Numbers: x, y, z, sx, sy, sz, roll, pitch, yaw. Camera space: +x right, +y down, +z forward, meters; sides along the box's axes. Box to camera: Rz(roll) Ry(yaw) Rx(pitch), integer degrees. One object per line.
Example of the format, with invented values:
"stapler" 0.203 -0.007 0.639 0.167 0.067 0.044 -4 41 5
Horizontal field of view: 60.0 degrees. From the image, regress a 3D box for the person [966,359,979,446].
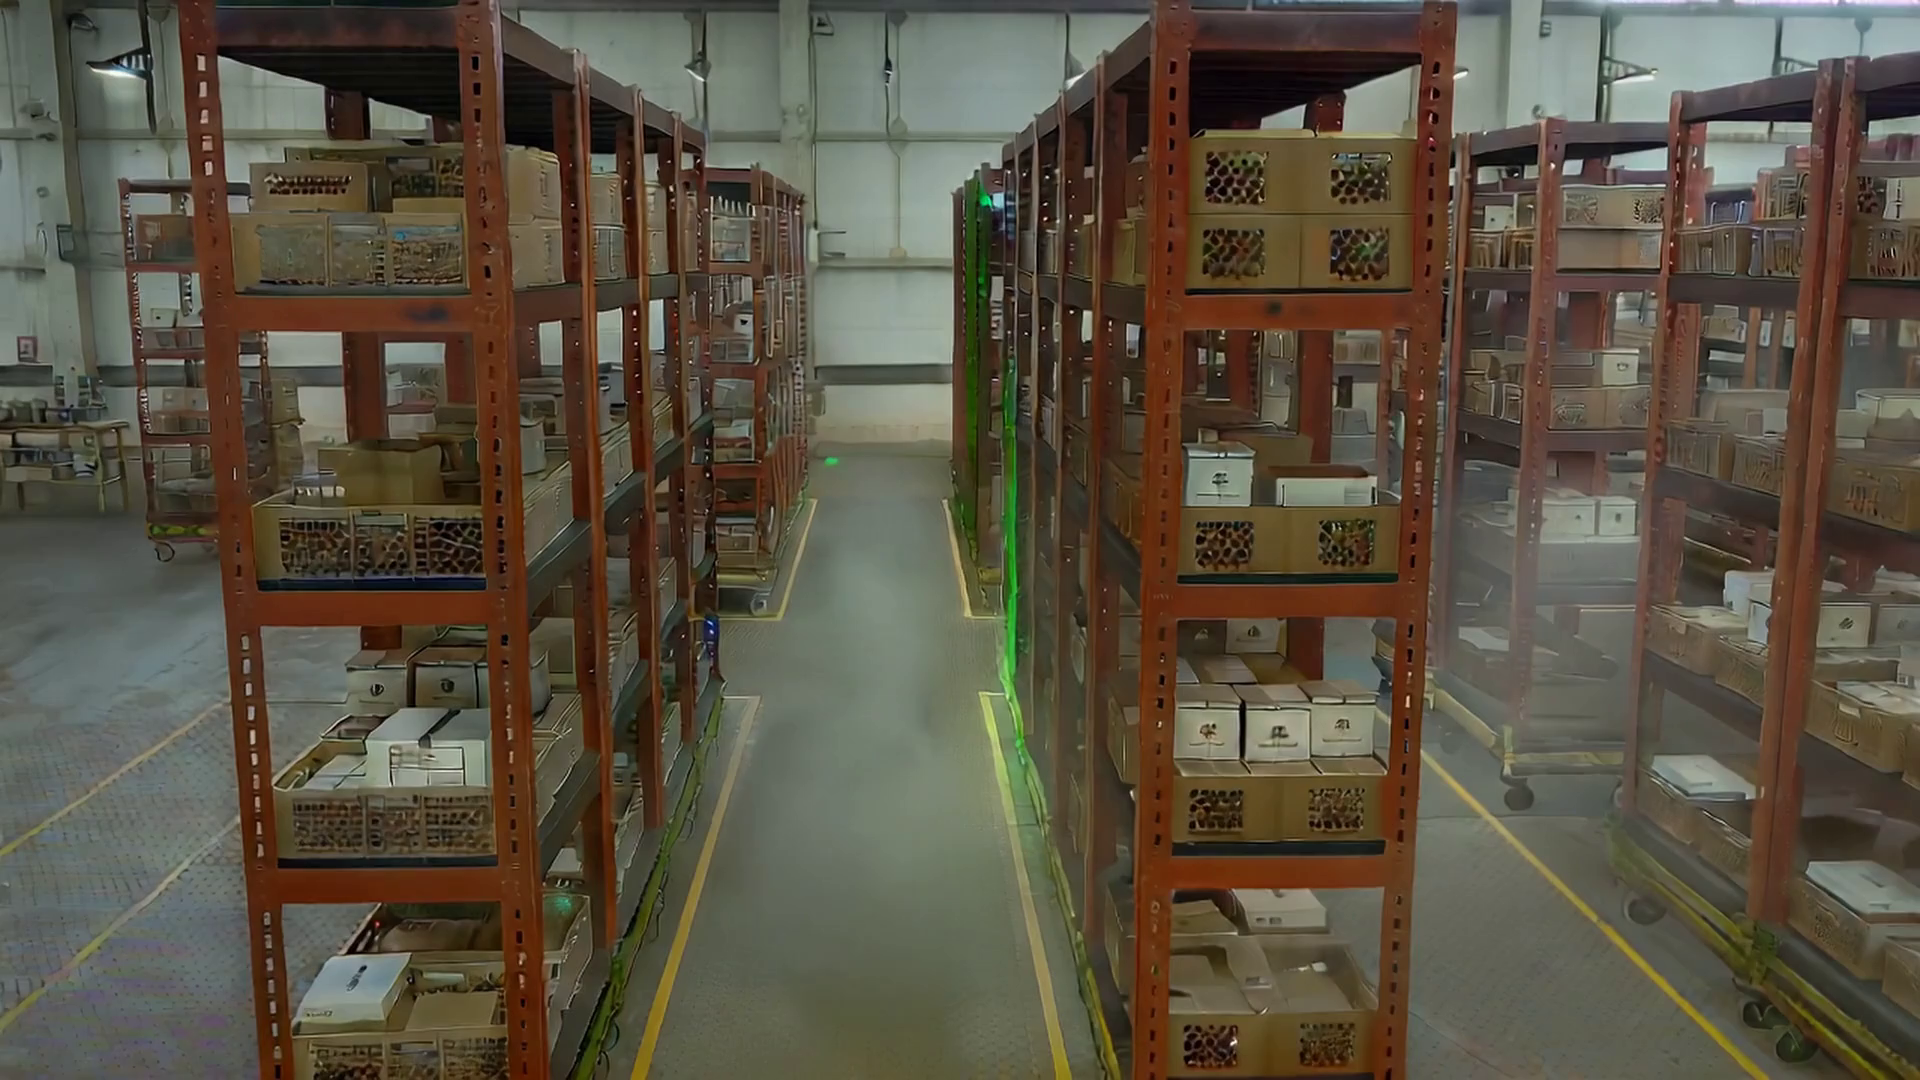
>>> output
"person" 0.156 -1.742 21.654 0.389 1.847 0.566 4 11 22
